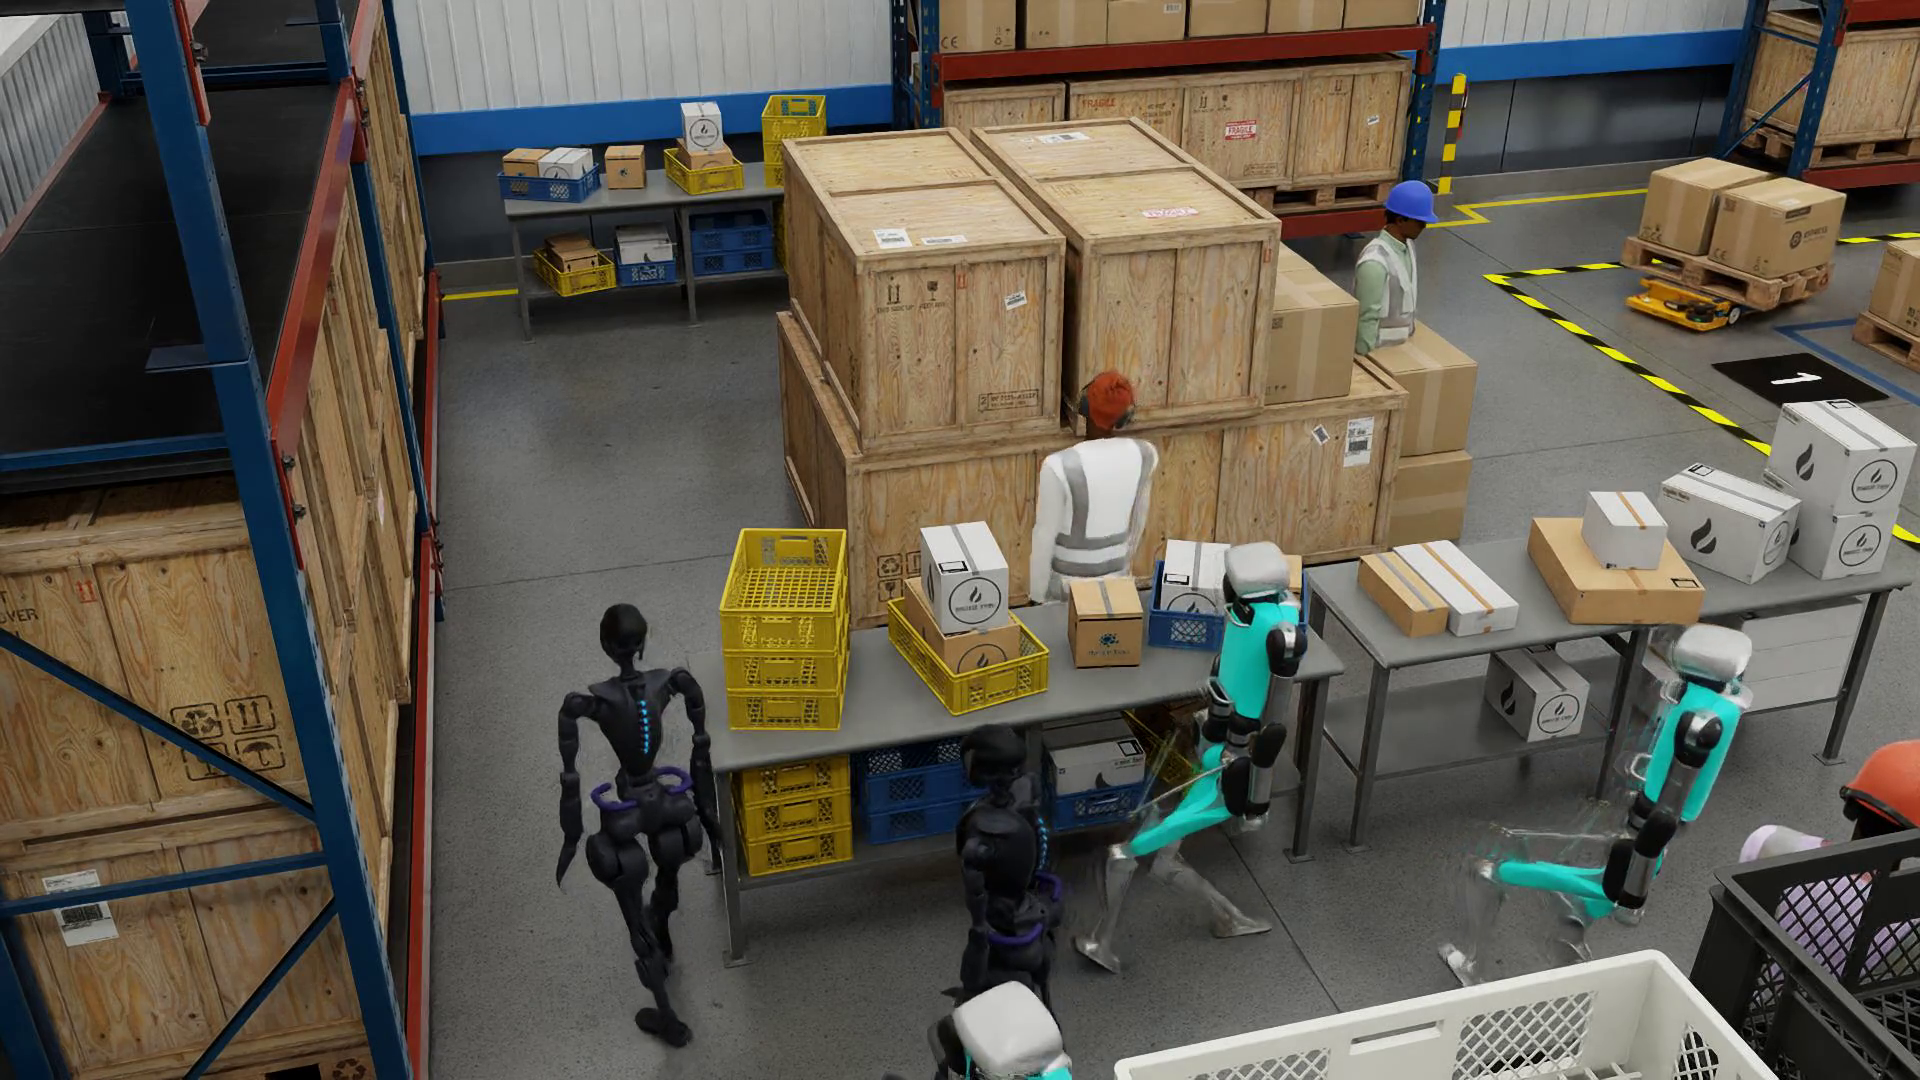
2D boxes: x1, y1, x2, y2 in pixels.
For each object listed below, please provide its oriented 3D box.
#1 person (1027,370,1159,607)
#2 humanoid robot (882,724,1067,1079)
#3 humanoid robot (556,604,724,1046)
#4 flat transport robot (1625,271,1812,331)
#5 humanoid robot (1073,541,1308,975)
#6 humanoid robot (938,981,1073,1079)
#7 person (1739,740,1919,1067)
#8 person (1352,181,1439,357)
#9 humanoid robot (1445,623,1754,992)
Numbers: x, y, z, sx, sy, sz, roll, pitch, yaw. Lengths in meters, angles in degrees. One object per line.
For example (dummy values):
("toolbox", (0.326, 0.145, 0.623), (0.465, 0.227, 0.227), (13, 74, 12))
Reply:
("person", (0.542, 0.152, 7.202), (0.614, 1.855, 0.399), (-16, 32, -26))
("humanoid robot", (0.108, 1.274, 5.362), (0.720, 1.632, 0.613), (12, 31, 20))
("humanoid robot", (-1.160, 0.982, 5.899), (0.614, 1.625, 0.710), (-17, 33, -28))
("flat transport robot", (5.749, -1.899, 12.534), (1.431, 0.197, 0.652), (-18, 34, -30))
("humanoid robot", (0.748, 0.855, 6.076), (0.994, 1.775, 0.530), (-6, 29, -11))
("humanoid robot", (-0.034, 1.919, 4.106), (0.671, 1.805, 0.534), (-19, 34, -30))
("person", (2.413, 1.420, 4.723), (0.412, 2.031, 0.609), (-24, 37, -36))
("person", (2.367, -1.071, 9.344), (0.415, 1.932, 0.613), (17, 33, 28))
("humanoid robot", (2.153, 1.021, 5.801), (1.050, 1.770, 0.573), (17, 33, 27))
